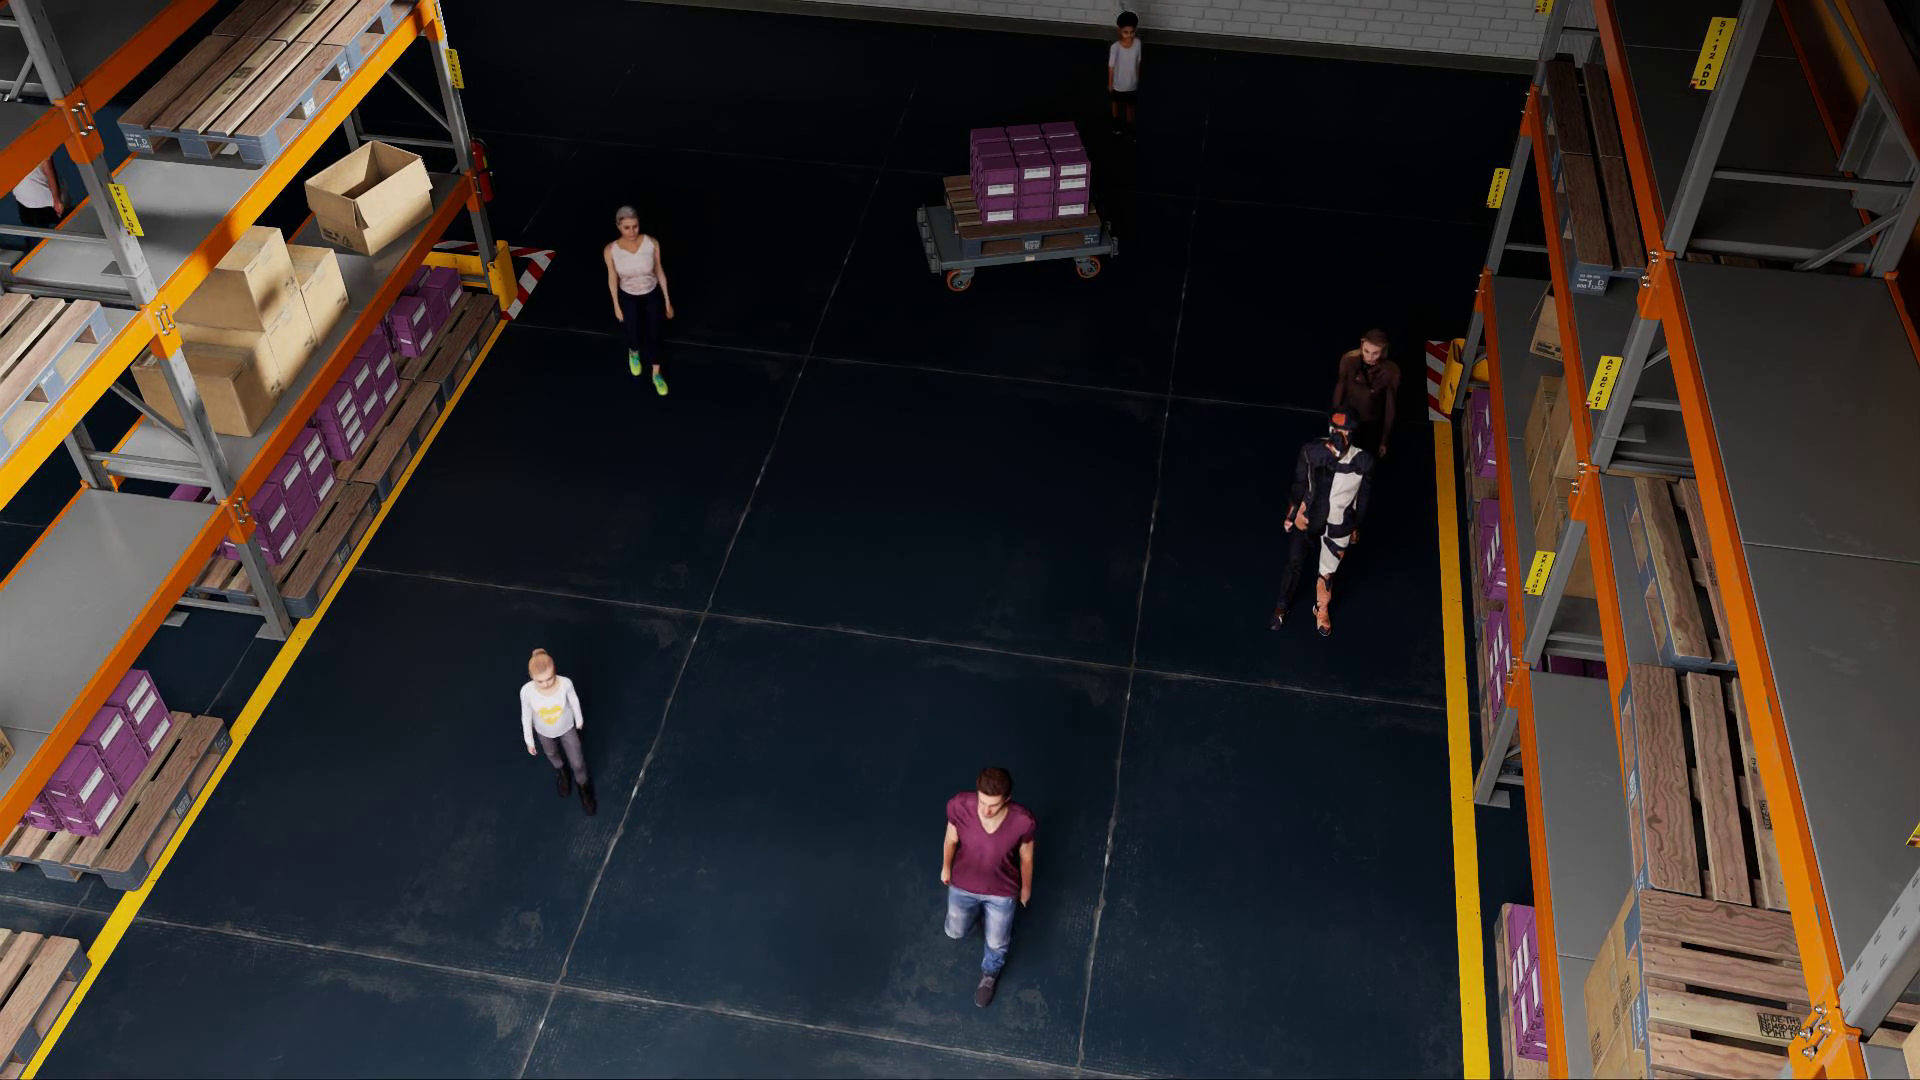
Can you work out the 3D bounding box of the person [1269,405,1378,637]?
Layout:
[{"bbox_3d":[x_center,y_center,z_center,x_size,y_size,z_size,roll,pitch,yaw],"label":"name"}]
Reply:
[{"bbox_3d":[2.402,-0.139,10.963,0.669,1.892,0.575,8,44,9],"label":"person"}]

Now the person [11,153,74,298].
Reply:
[{"bbox_3d":[-7.734,-2.937,14.060,0.679,1.673,0.808,9,44,9],"label":"person"}]

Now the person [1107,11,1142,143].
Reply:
[{"bbox_3d":[1.567,-4.510,16.020,0.630,1.245,0.748,-8,44,-8],"label":"person"}]

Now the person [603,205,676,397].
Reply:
[{"bbox_3d":[-2.511,-1.917,12.977,0.784,1.689,0.851,-17,46,-17],"label":"person"}]

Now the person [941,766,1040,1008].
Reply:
[{"bbox_3d":[0.162,1.769,8.997,0.724,1.842,0.858,12,45,12],"label":"person"}]

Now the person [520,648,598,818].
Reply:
[{"bbox_3d":[-2.477,1.086,10.132,0.628,1.265,0.734,-8,44,-8],"label":"person"}]

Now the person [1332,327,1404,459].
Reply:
[{"bbox_3d":[2.891,-0.895,11.918,0.747,1.670,0.953,12,45,12],"label":"person"}]
